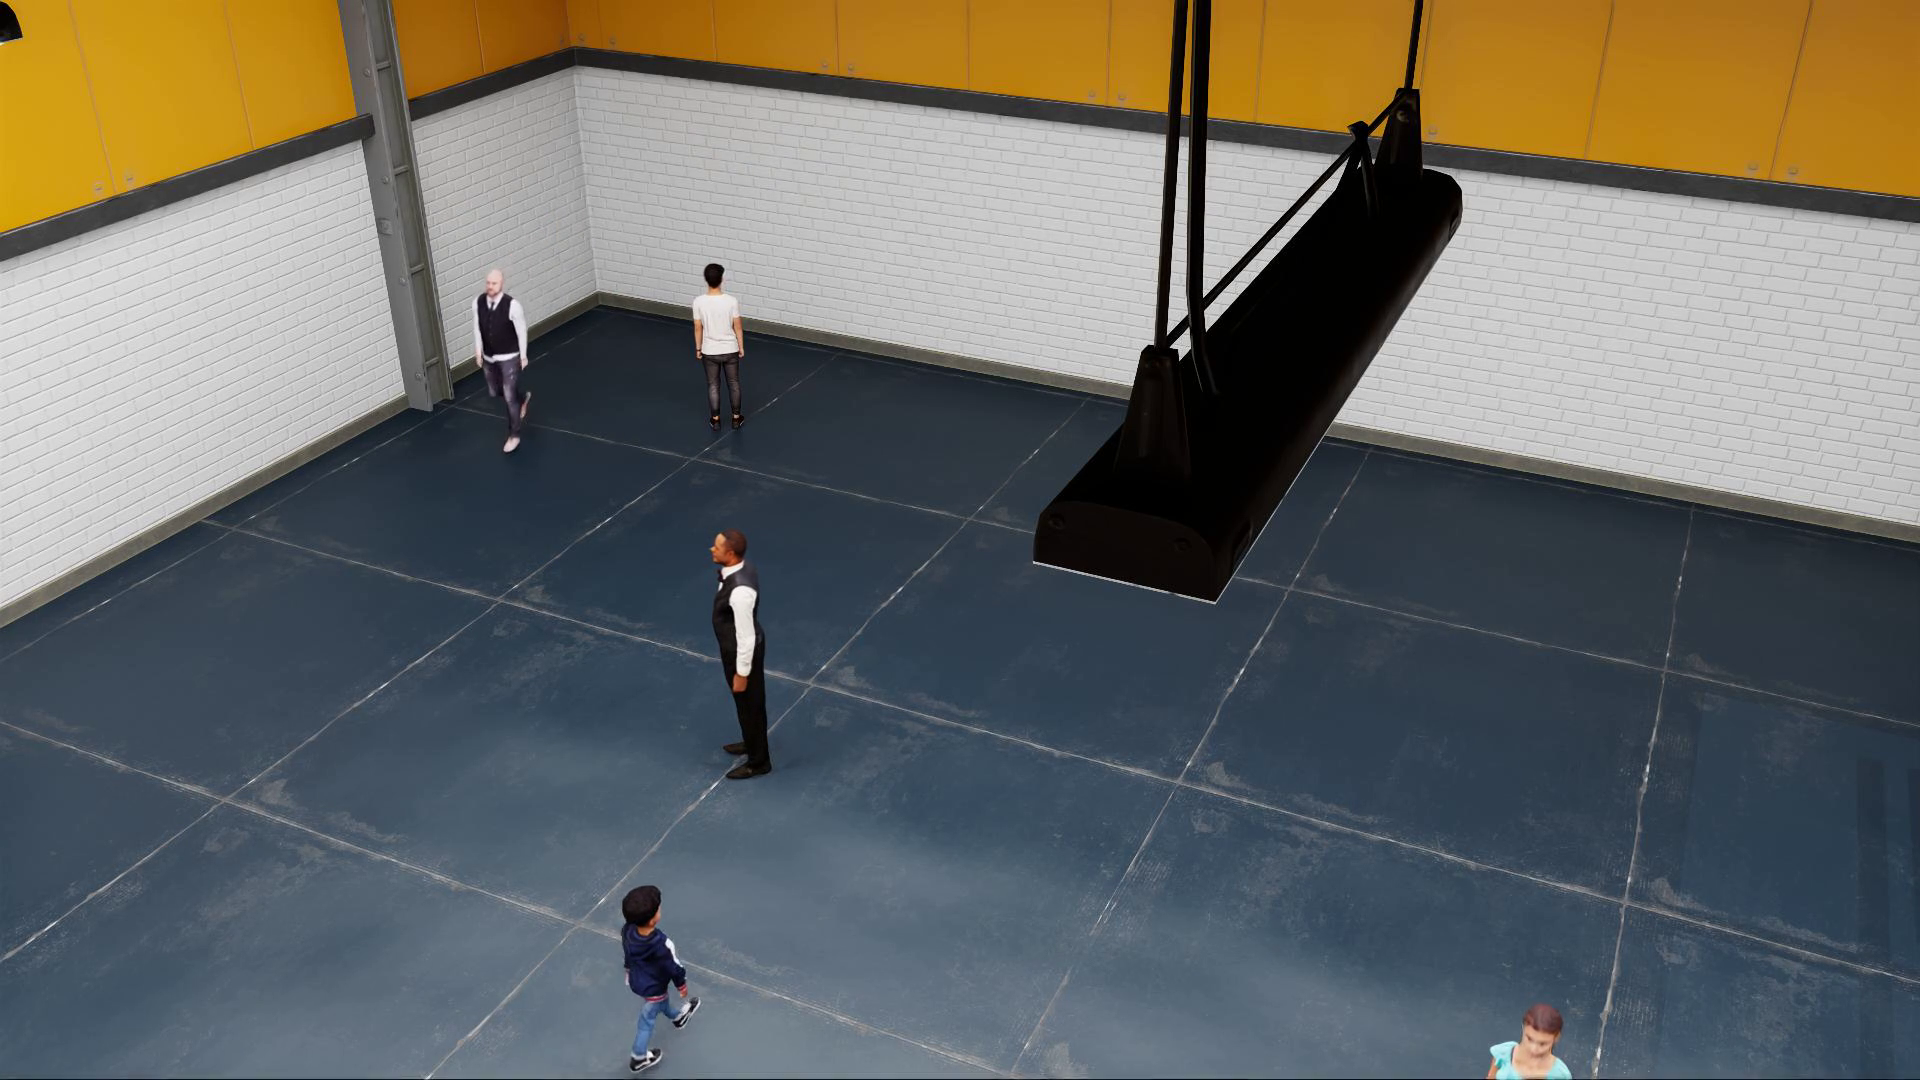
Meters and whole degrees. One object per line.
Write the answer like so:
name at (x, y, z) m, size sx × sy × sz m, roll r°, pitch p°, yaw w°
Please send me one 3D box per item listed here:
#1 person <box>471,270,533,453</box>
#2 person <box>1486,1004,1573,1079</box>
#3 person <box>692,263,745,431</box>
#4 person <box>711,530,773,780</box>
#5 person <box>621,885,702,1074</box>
person at (-4.455, -1.802, 16.320) m, size 0.807 × 1.804 × 1.071 m, roll 7°, pitch 29°, yaw 12°
person at (2.686, 2.855, 8.038) m, size 0.556 × 1.559 × 0.561 m, roll 15°, pitch 32°, yaw 26°
person at (-2.413, -1.937, 16.654) m, size 0.706 × 1.720 × 0.709 m, roll -3°, pitch 29°, yaw -6°
person at (-1.490, 0.772, 11.481) m, size 0.844 × 1.918 × 0.730 m, roll -4°, pitch 29°, yaw -6°
person at (-1.753, 2.447, 9.168) m, size 0.650 × 1.193 × 0.850 m, roll 21°, pitch 35°, yaw 33°
